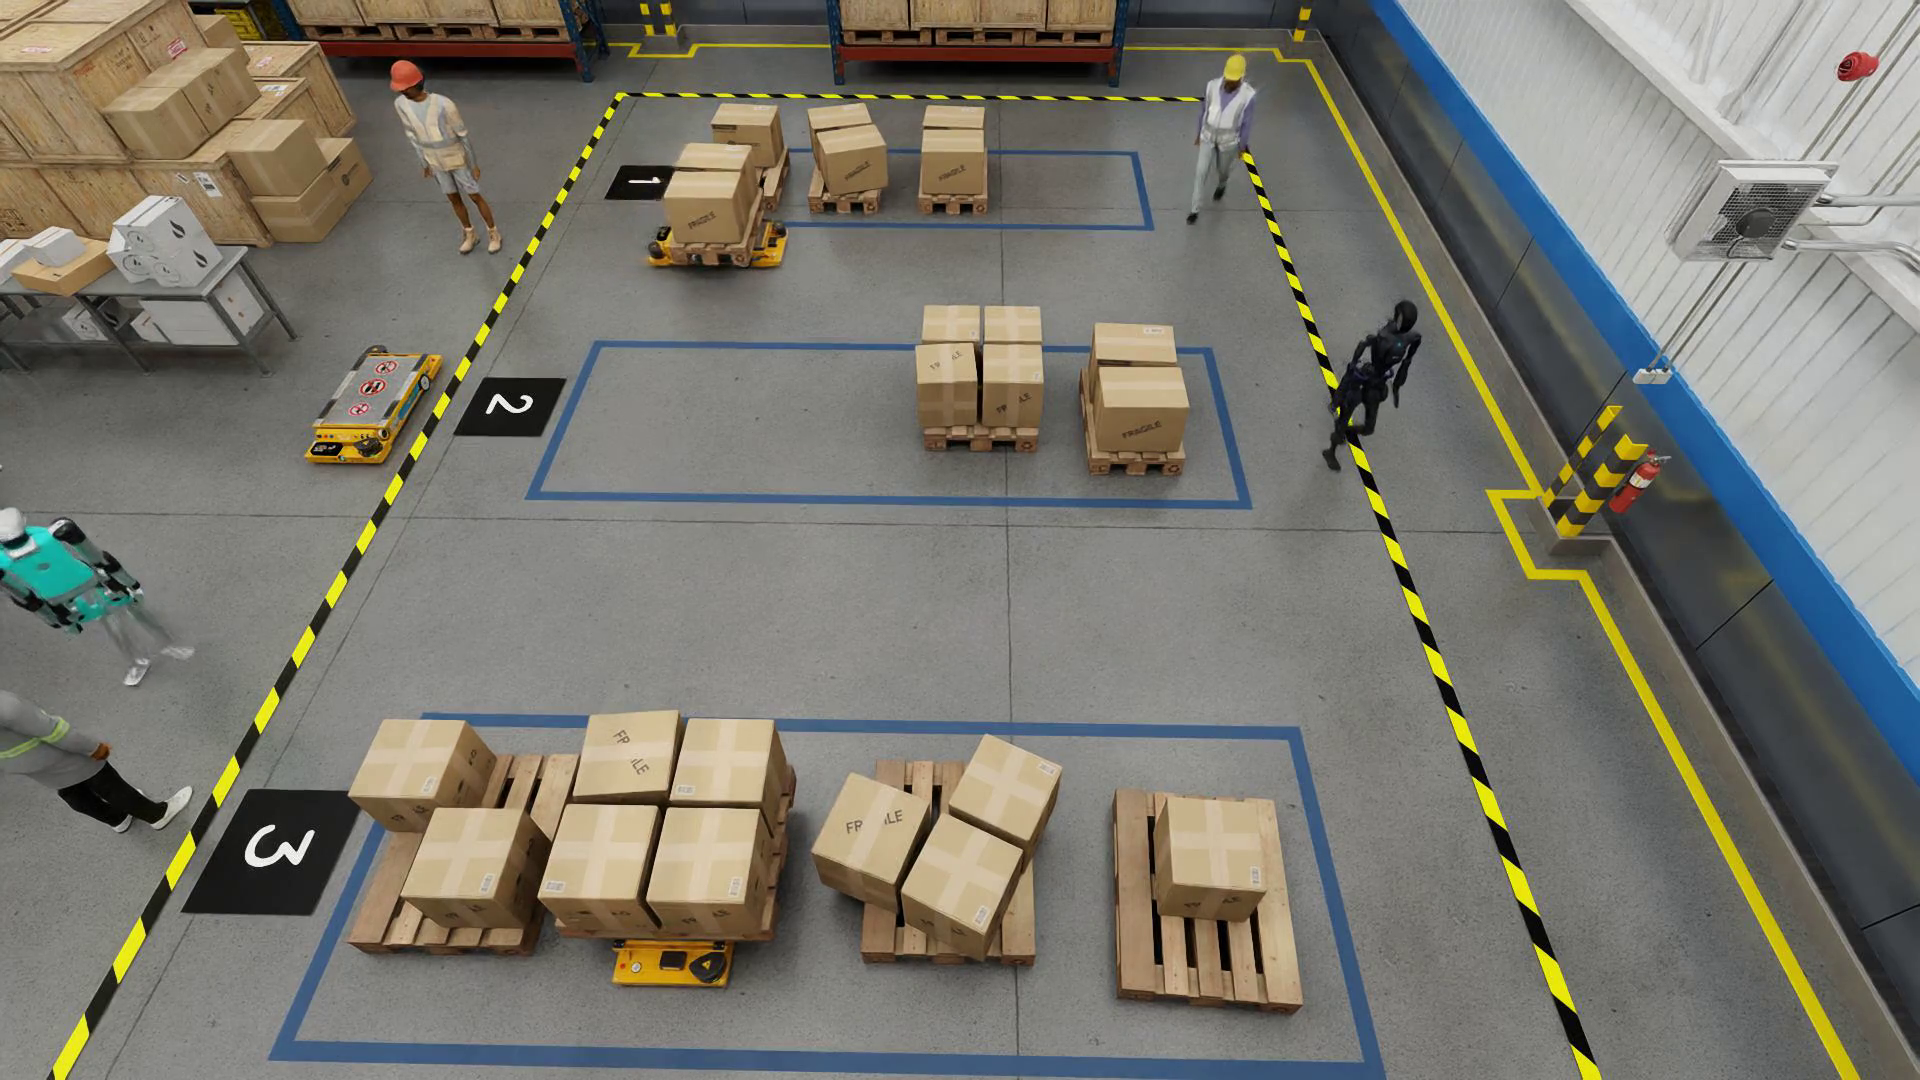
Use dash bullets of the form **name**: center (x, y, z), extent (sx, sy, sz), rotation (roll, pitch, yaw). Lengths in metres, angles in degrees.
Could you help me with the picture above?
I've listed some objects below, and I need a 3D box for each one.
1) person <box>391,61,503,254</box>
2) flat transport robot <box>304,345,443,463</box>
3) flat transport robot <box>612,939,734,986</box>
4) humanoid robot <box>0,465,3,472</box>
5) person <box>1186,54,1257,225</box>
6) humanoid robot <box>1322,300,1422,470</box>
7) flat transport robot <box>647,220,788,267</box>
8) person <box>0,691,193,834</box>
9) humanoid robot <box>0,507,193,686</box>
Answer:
- **person**: center (-5.333, -3.929, 9.534), extent (0.608, 2.037, 0.395), rotation (2, 50, 1)
- **flat transport robot**: center (-5.383, -1.269, 8.441), extent (0.659, 0.231, 1.431), rotation (1, 50, 1)
- **flat transport robot**: center (-1.659, 1.971, 5.681), extent (0.652, 0.197, 1.431), rotation (1, 50, 1)
- **humanoid robot**: center (-8.548, -0.810, 7.101), extent (0.576, 1.723, 0.964), rotation (28, 55, 22)
- **person**: center (2.915, -4.496, 10.175), extent (0.593, 1.794, 0.836), rotation (20, 53, 16)
- **humanoid robot**: center (3.326, -1.294, 7.533), extent (0.602, 1.646, 0.454), rotation (-7, 50, -5)
- **flat transport robot**: center (-2.667, -3.298, 10.140), extent (1.431, 0.197, 0.652), rotation (1, 50, 1)
- **person**: center (-5.310, 1.196, 5.318), extent (0.589, 1.853, 0.376), rotation (-1, 50, -1)
- **humanoid robot**: center (-5.856, 0.330, 6.117), extent (0.781, 1.747, 0.586), rotation (36, 59, 27)
